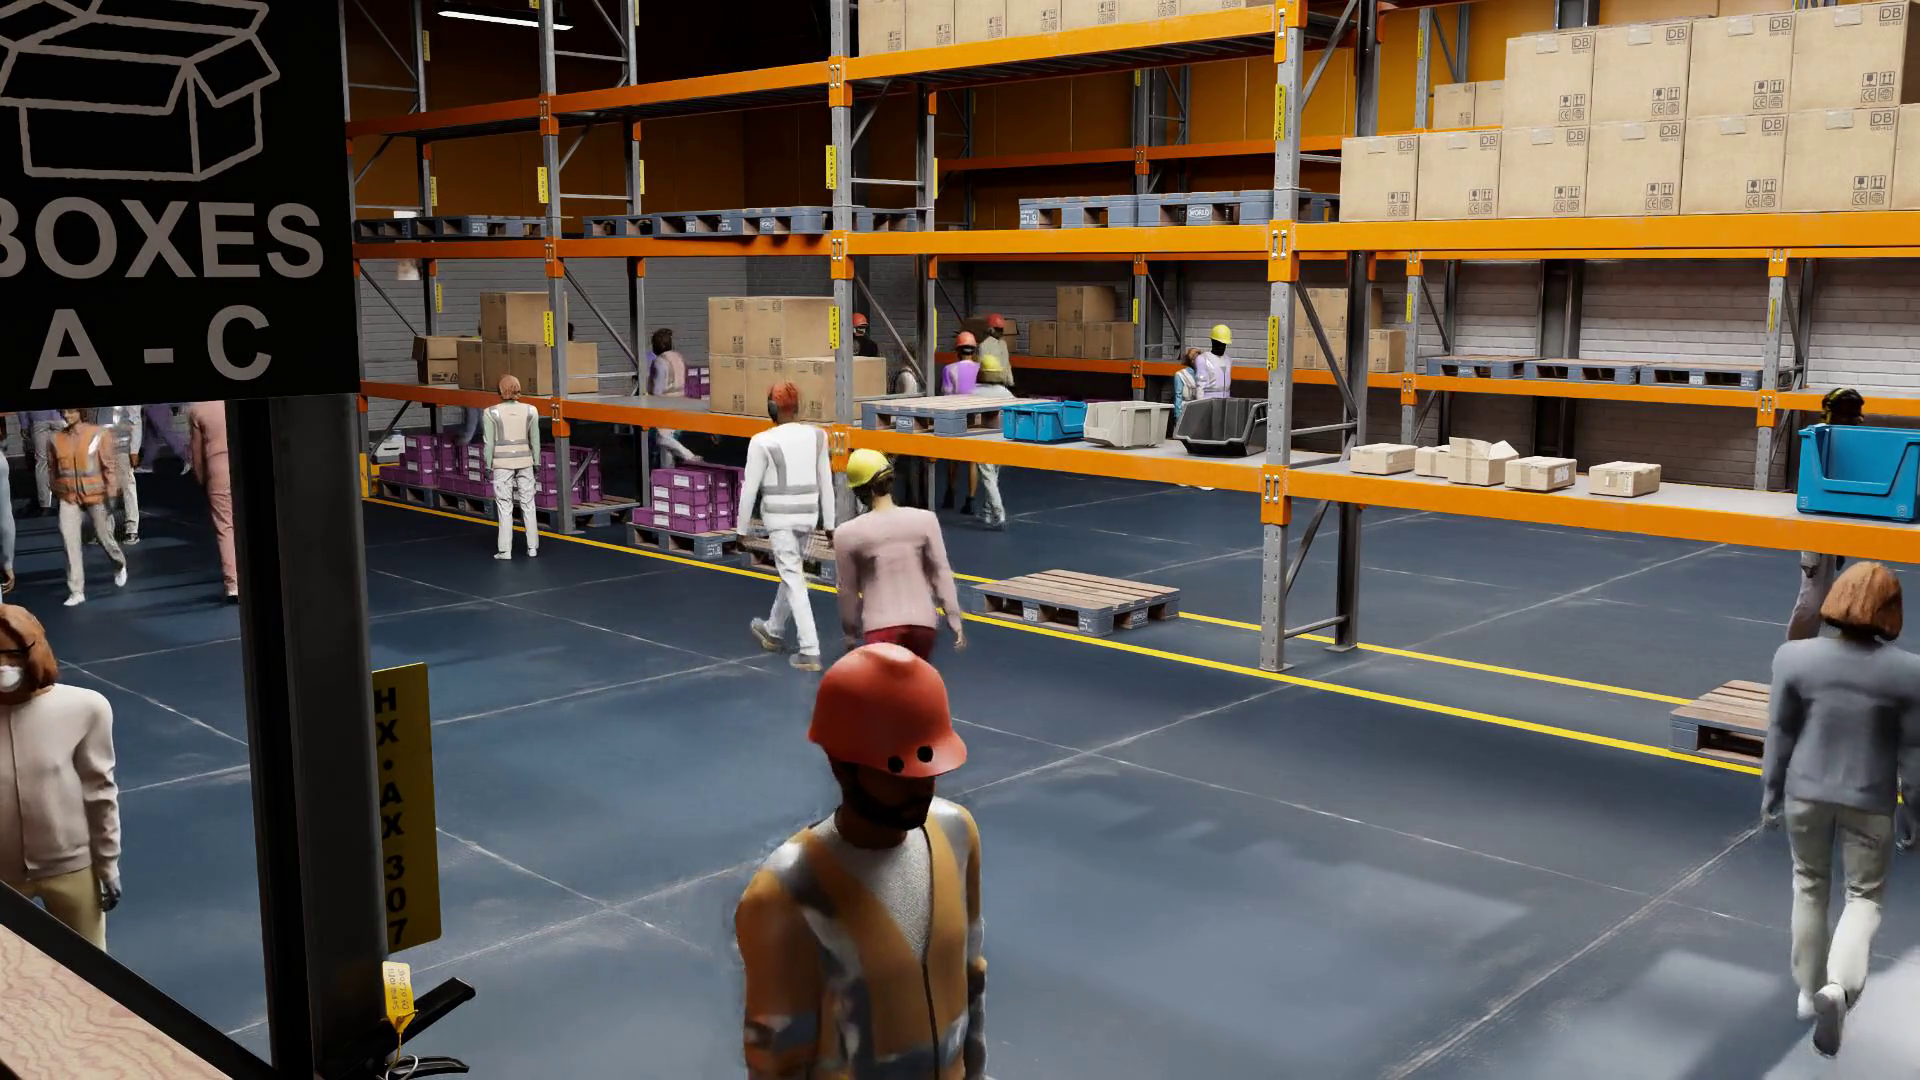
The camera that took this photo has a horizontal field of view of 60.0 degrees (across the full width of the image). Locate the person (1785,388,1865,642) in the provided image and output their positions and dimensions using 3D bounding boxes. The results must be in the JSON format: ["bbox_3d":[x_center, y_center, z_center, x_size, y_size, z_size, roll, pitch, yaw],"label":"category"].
[{"bbox_3d":[5.152,0.025,9.905,0.319,1.863,0.532,9,13,43],"label":"person"}]

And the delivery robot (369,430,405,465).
[{"bbox_3d":[-6.995,-1.127,20.680,0.707,0.478,0.477,-6,11,-33],"label":"delivery robot"}]

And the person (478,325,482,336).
[{"bbox_3d":[-6.036,-1.901,21.684,0.472,1.866,0.616,-5,11,-30],"label":"person"}]

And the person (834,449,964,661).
[{"bbox_3d":[-0.309,0.413,8.000,0.585,1.697,0.890,-3,10,-17],"label":"person"}]

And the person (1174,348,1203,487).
[{"bbox_3d":[2.709,-1.438,19.587,0.529,1.636,0.315,-8,12,-39],"label":"person"}]

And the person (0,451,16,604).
[{"bbox_3d":[-5.366,0.161,8.855,0.627,1.935,0.372,-8,12,-42],"label":"person"}]

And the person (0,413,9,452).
[{"bbox_3d":[-9.925,-1.003,16.765,0.576,1.670,0.533,-5,10,-27],"label":"person"}]

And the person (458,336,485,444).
[{"bbox_3d":[-5.930,-1.662,20.671,0.861,1.727,0.541,-3,10,-18],"label":"person"}]

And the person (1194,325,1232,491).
[{"bbox_3d":[2.961,-1.533,19.292,0.584,1.917,0.384,-8,12,-42],"label":"person"}]

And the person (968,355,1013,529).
[{"bbox_3d":[0.310,-0.973,16.504,0.493,1.713,0.852,-4,10,-25],"label":"person"}]

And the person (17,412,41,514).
[{"bbox_3d":[-9.596,-1.242,17.602,0.610,1.906,0.811,2,10,14],"label":"person"}]

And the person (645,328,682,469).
[{"bbox_3d":[-3.719,-1.735,20.792,0.623,1.831,0.587,6,11,33],"label":"person"}]

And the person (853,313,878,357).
[{"bbox_3d":[-1.312,-1.933,21.502,0.389,1.992,0.625,7,12,38],"label":"person"}]

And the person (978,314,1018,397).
[{"bbox_3d":[0.444,-2.140,22.933,1.011,1.955,0.616,5,11,28],"label":"person"}]

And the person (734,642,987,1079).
[{"bbox_3d":[-0.183,1.107,3.091,0.550,1.920,0.574,8,12,41],"label":"person"}]

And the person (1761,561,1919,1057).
[{"bbox_3d":[2.887,0.876,5.463,0.502,1.611,0.630,7,11,36],"label":"person"}]

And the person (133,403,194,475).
[{"bbox_3d":[-9.933,-1.723,20.671,0.963,1.873,0.658,0,9,2],"label":"person"}]

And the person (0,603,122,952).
[{"bbox_3d":[-2.685,0.977,4.805,0.491,1.626,0.282,-5,10,-27],"label":"person"}]

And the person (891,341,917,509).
[{"bbox_3d":[-0.668,-1.167,17.339,0.673,1.822,0.533,-2,9,-10],"label":"person"}]

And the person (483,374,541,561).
[{"bbox_3d":[-3.934,-0.633,14.621,0.524,1.639,0.306,-6,11,-35],"label":"person"}]

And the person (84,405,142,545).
[{"bbox_3d":[-7.885,-0.860,15.408,0.590,1.837,0.404,0,9,1],"label":"person"}]

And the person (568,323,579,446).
[{"bbox_3d":[-5.009,-1.842,21.316,0.596,1.875,0.896,0,9,0],"label":"person"}]

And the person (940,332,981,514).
[{"bbox_3d":[0.035,-1.240,17.569,0.590,1.890,0.943,-2,9,-12],"label":"person"}]

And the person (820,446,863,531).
[{"bbox_3d":[-1.152,-1.041,16.205,0.353,1.937,0.635,7,11,36],"label":"person"}]

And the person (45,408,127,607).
[{"bbox_3d":[-6.740,-0.333,12.848,0.517,1.615,0.691,-1,9,-8],"label":"person"}]

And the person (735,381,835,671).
[{"bbox_3d":[-1.182,-0.110,10.789,0.613,1.836,0.959,-8,12,-40],"label":"person"}]

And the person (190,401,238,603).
[{"bbox_3d":[-5.617,-0.463,12.939,0.641,1.863,0.977,-4,10,-23],"label":"person"}]

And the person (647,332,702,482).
[{"bbox_3d":[-3.397,-1.557,19.757,0.722,1.818,0.656,3,10,17],"label":"person"}]

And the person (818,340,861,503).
[{"bbox_3d":[-1.195,-1.291,18.186,0.858,1.795,0.665,0,9,1],"label":"person"}]

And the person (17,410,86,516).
[{"bbox_3d":[-9.447,-1.217,17.286,0.627,1.940,0.372,-3,10,-20],"label":"person"}]
